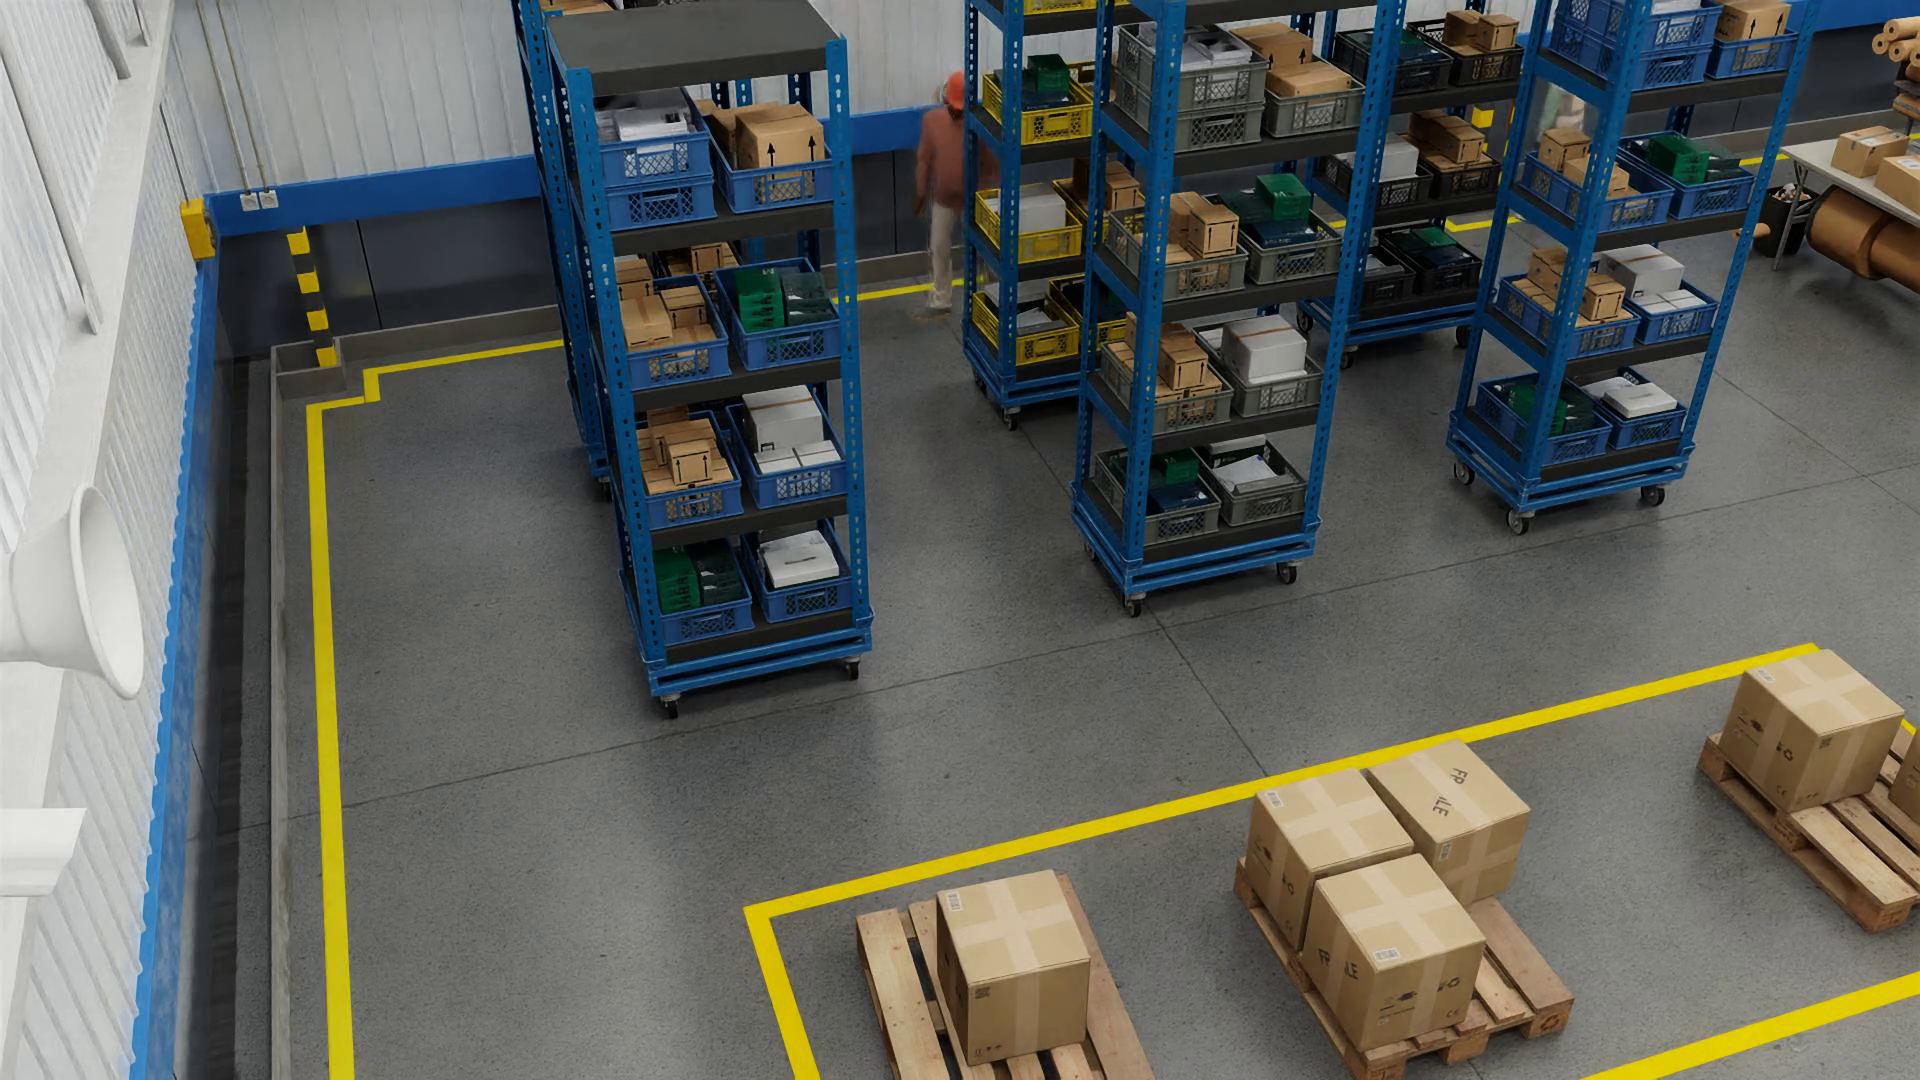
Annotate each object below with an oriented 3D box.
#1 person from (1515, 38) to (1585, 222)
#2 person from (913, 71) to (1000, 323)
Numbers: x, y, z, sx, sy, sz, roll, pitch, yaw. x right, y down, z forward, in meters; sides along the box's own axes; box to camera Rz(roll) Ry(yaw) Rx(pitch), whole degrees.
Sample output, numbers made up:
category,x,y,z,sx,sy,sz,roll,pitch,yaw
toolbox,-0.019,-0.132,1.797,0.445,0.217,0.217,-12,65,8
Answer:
category,x,y,z,sx,sy,sz,roll,pitch,yaw
person,4.904,-3.312,13.566,0.574,1.611,0.459,-28,44,-34
person,0.052,-2.470,12.080,0.853,1.963,0.529,11,37,15
